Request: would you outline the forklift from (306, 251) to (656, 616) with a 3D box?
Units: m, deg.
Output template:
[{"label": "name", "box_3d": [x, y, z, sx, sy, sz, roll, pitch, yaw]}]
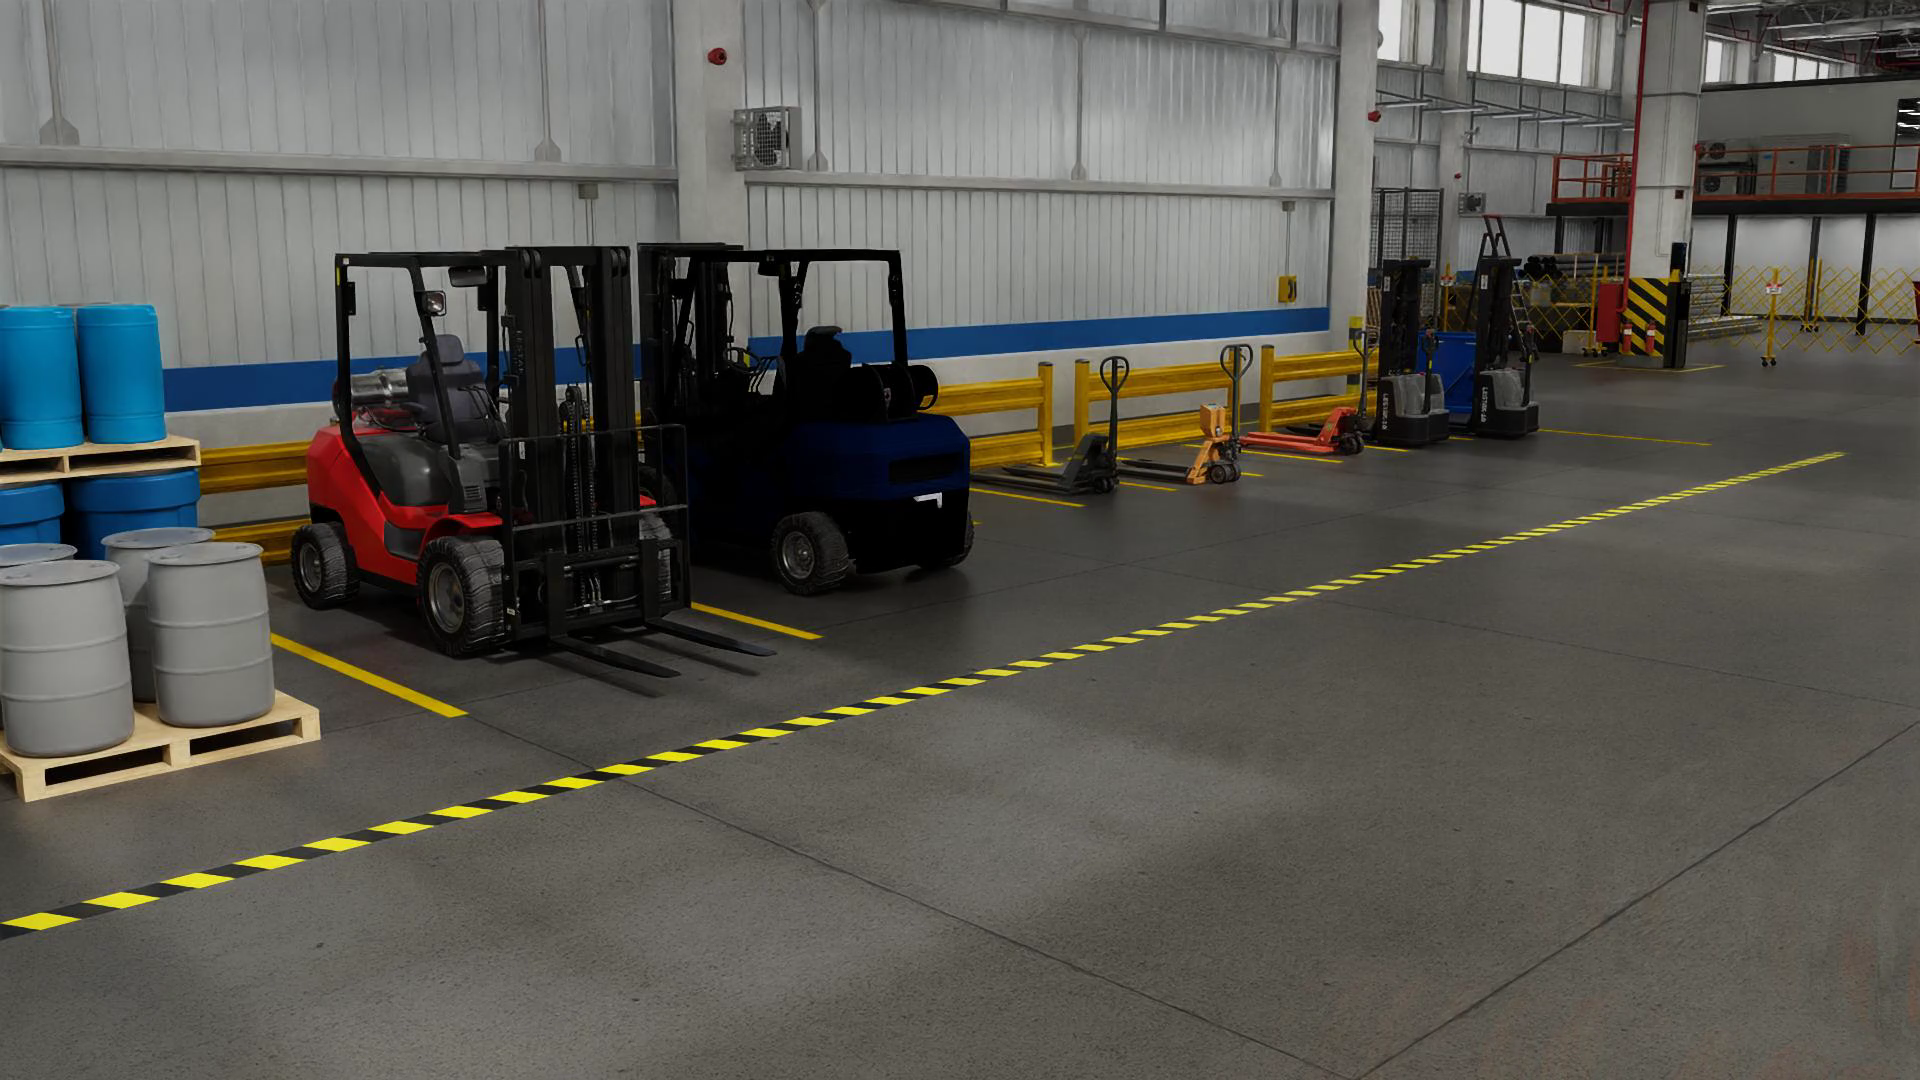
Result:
[{"label": "forklift", "box_3d": [-2.833, -0.669, 9.694, 1.157, 1.987, 2.680, -10, 14, -44]}]

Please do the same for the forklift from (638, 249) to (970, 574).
[{"label": "forklift", "box_3d": [-1.173, -0.958, 11.239, 2.680, 1.987, 1.157, 10, 14, 43]}]

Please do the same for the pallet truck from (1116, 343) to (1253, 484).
[{"label": "pallet truck", "box_3d": [1.962, -1.215, 15.415, 1.522, 1.261, 0.704, 10, 14, 43]}]

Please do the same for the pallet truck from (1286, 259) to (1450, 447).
[{"label": "pallet truck", "box_3d": [4.493, -2.078, 18.196, 0.823, 1.965, 1.885, -9, 14, -40]}]

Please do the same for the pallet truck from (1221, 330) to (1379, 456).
[{"label": "pallet truck", "box_3d": [3.563, -1.581, 17.381, 0.653, 1.274, 1.630, -10, 14, -44]}]

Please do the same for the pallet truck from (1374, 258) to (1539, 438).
[{"label": "pallet truck", "box_3d": [5.704, -2.208, 18.901, 1.885, 1.965, 0.823, 10, 14, 43]}]

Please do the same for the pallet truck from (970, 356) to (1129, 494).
[{"label": "pallet truck", "box_3d": [0.784, -1.085, 14.876, 0.680, 1.201, 1.601, -10, 14, -44]}]
